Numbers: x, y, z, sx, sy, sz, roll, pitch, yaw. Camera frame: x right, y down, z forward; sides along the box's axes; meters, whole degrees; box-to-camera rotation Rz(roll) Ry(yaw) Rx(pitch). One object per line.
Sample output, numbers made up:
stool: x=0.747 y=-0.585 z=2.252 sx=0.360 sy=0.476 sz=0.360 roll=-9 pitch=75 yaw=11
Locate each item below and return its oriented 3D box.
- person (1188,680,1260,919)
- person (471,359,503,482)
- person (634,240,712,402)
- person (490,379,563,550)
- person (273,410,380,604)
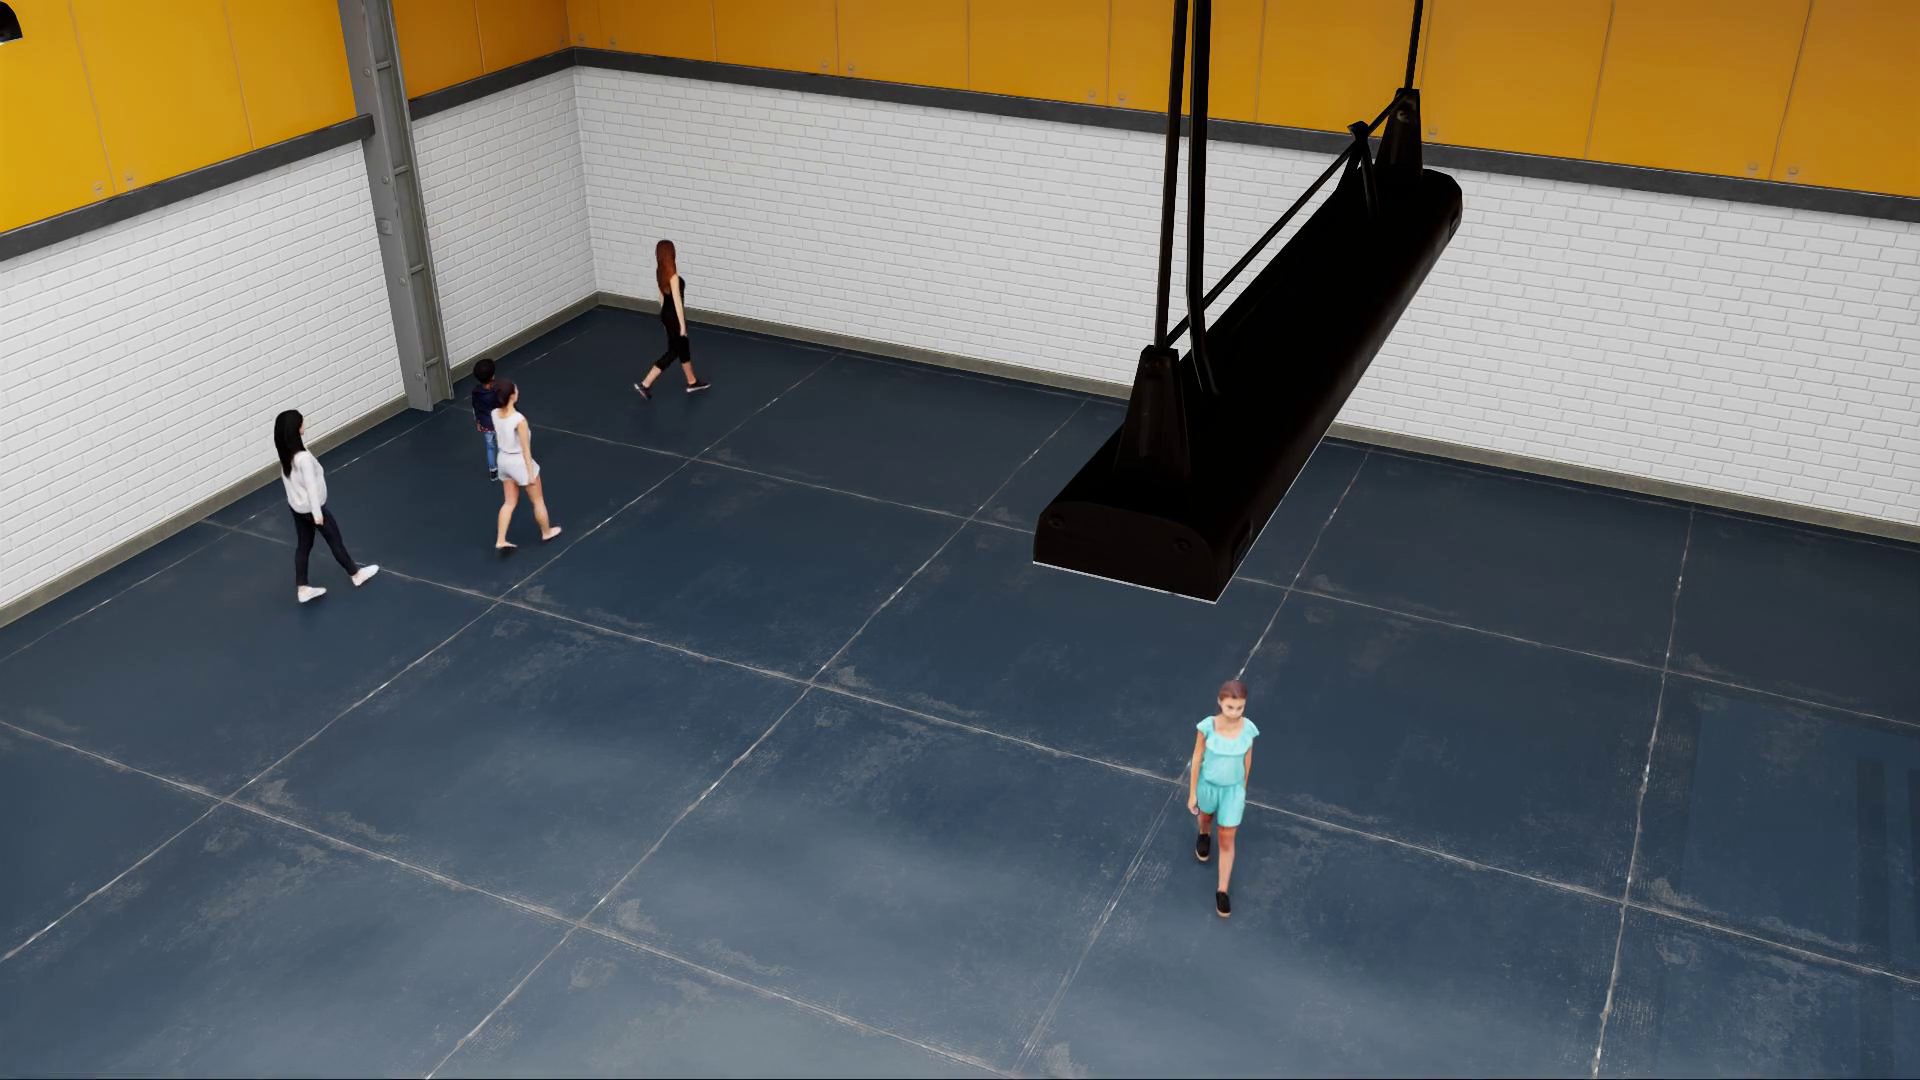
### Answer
person: x=1.630 y=1.515 z=10.533 sx=0.784 sy=1.522 sz=1.130 roll=3 pitch=29 yaw=6
person: x=-4.412 y=-1.135 z=15.707 sx=0.588 sy=1.220 sz=0.601 roll=0 pitch=29 yaw=0
person: x=-3.057 y=-2.249 z=17.248 sx=1.157 sy=1.699 sz=0.981 roll=-16 pitch=32 yaw=-26
person: x=-3.887 y=-0.624 z=14.371 sx=0.644 sy=1.601 sz=0.923 roll=16 pitch=32 yaw=27
person: x=-5.403 y=-0.247 z=13.601 sx=0.789 sy=1.677 sz=0.993 roll=23 pitch=36 yaw=36
